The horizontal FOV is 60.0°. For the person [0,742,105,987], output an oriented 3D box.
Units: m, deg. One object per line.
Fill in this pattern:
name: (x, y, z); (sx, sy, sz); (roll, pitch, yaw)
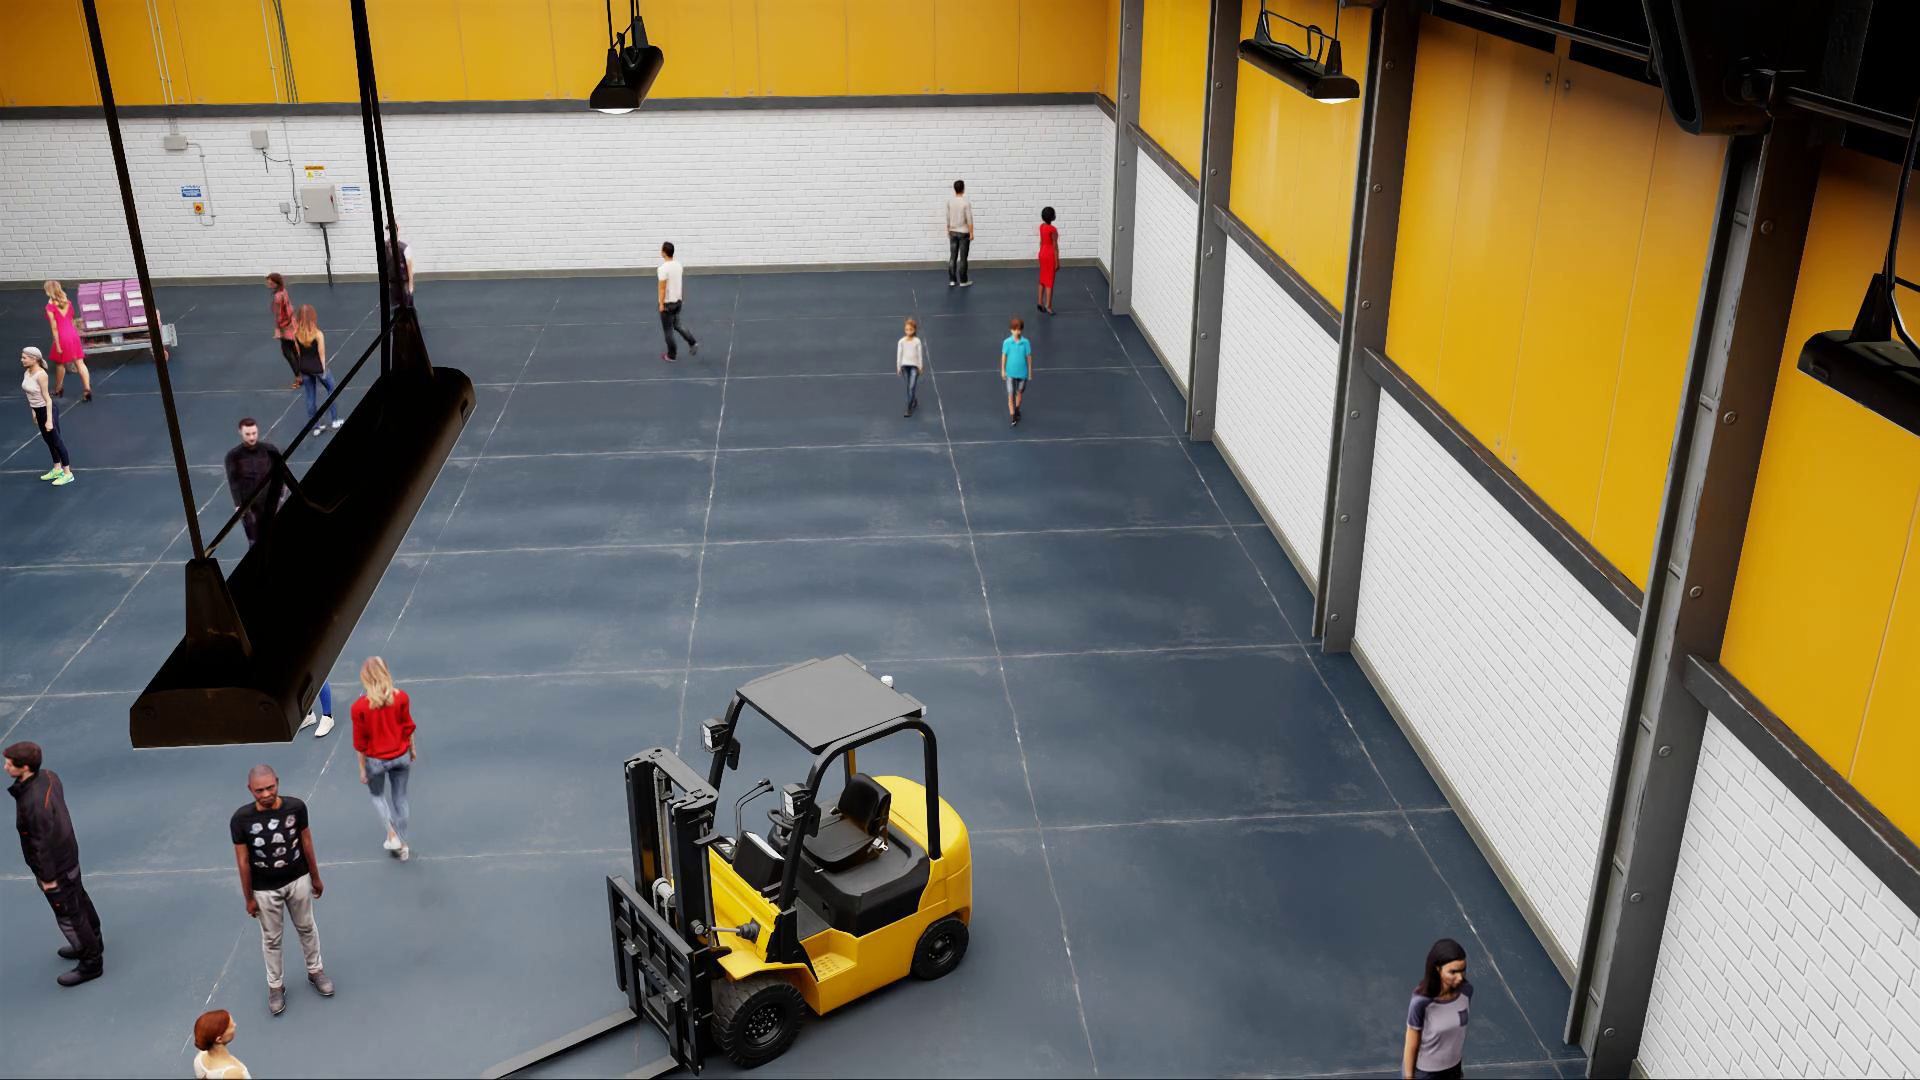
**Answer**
person: (-6.218, 2.187, 11.453); (0.837, 1.836, 0.643); (-11, 26, -23)

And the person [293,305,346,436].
person: (-8.431, -2.184, 21.616); (0.626, 1.704, 0.748); (1, 24, 3)

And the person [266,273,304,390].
person: (-9.508, -3.009, 23.541); (0.791, 1.673, 0.519); (1, 24, 3)

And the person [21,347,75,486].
person: (-11.044, -1.522, 20.103); (0.673, 1.703, 0.728); (18, 29, 35)

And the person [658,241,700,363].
person: (-4.178, -3.486, 24.488); (0.944, 1.790, 0.926); (11, 26, 25)

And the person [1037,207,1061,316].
person: (1.417, -4.526, 26.926); (0.713, 1.743, 0.596); (-15, 28, -30)

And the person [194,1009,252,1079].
person: (-4.019, 3.282, 9.191); (0.605, 1.642, 0.648); (15, 28, 31)

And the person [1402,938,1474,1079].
person: (2.730, 3.043, 9.623); (0.652, 1.733, 0.631); (-11, 26, -24)

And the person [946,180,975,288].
person: (-0.018, -5.265, 28.532); (0.736, 1.811, 0.740); (12, 27, 26)

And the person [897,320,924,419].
person: (-0.667, -2.338, 22.495); (0.622, 1.282, 0.980); (3, 24, 7)

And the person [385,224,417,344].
person: (-8.593, -3.980, 25.568); (0.766, 1.831, 0.940); (1, 24, 3)

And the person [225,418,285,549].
person: (-7.296, -0.373, 17.283); (0.960, 1.857, 1.257); (-11, 26, -23)

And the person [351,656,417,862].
person: (-4.349, 1.719, 12.706); (0.735, 1.689, 0.739); (-16, 28, -32)

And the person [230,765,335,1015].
person: (-4.583, 2.306, 11.218); (0.753, 1.805, 0.760); (-14, 27, -29)

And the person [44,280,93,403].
person: (-12.189, -2.706, 22.814); (0.915, 1.701, 0.972); (9, 25, 20)

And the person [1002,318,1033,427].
person: (0.753, -2.254, 22.142); (0.531, 1.412, 0.902); (-2, 24, -5)
